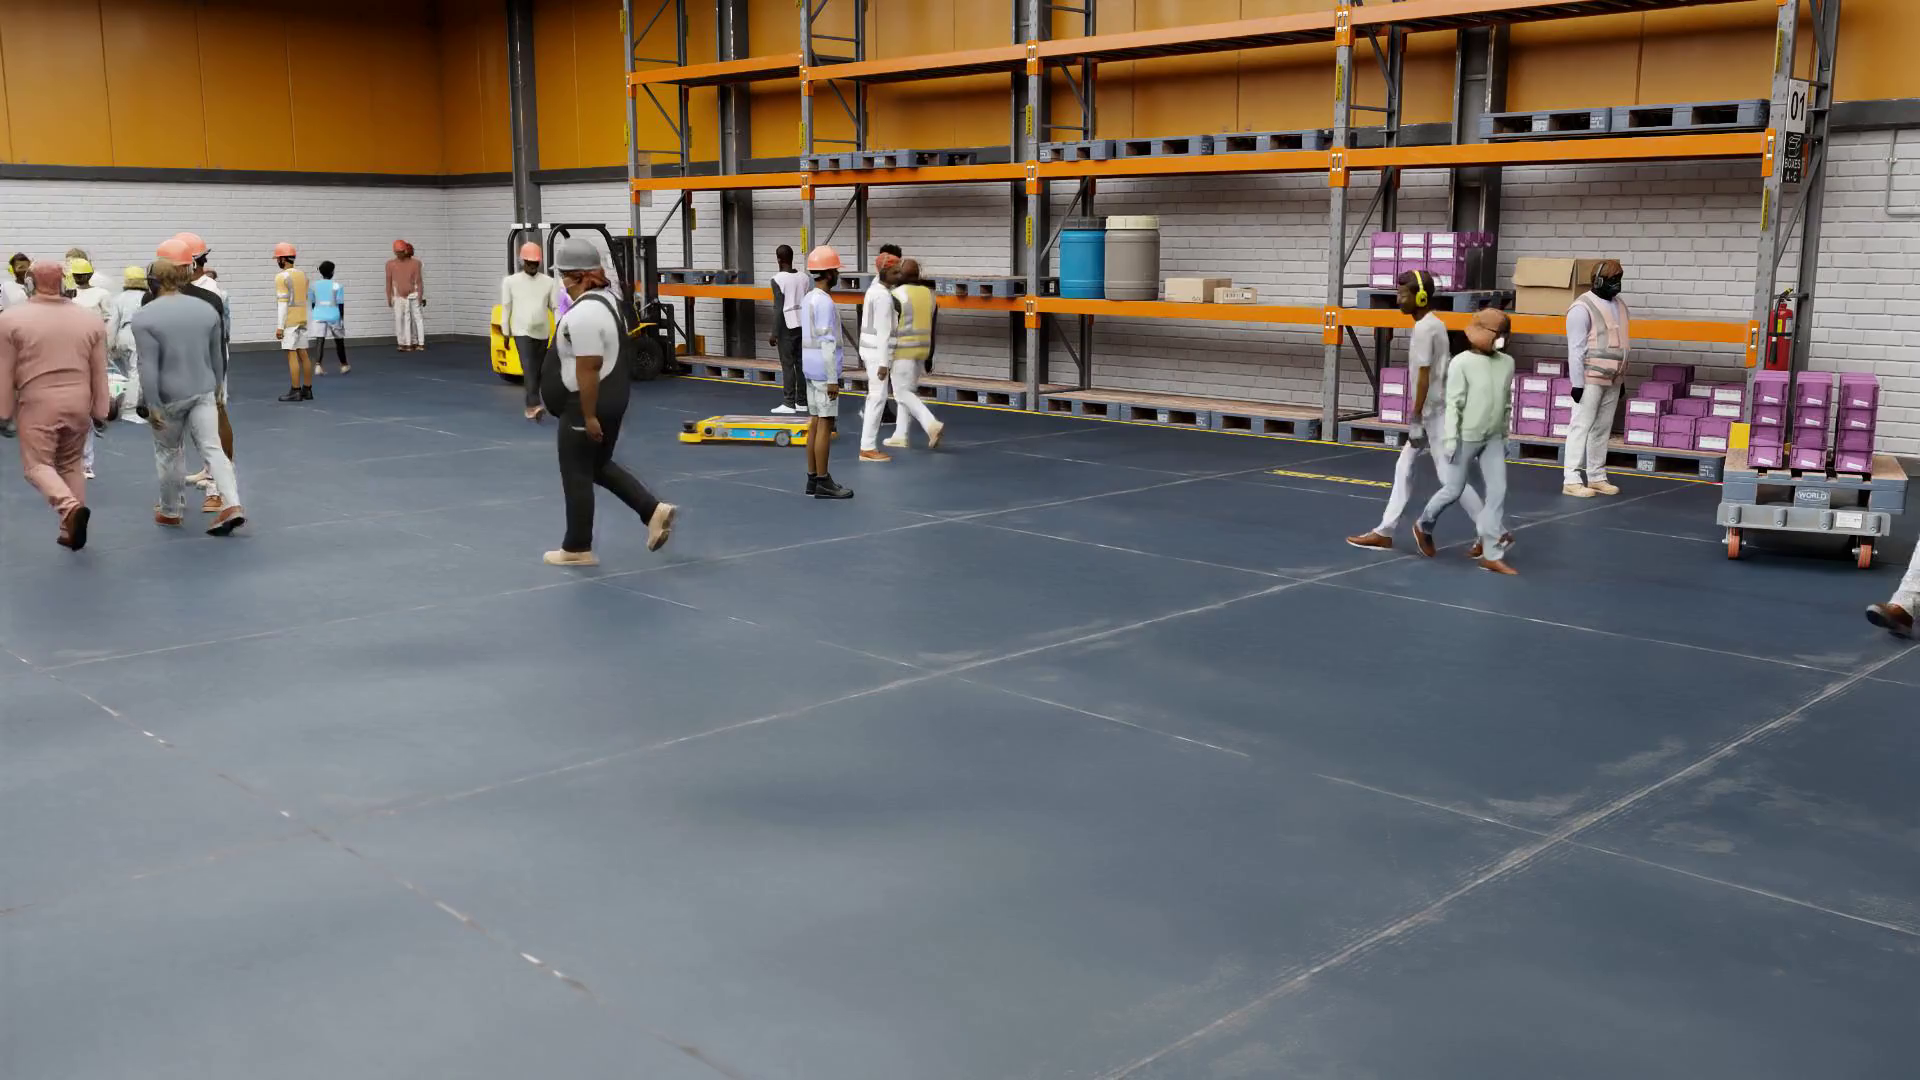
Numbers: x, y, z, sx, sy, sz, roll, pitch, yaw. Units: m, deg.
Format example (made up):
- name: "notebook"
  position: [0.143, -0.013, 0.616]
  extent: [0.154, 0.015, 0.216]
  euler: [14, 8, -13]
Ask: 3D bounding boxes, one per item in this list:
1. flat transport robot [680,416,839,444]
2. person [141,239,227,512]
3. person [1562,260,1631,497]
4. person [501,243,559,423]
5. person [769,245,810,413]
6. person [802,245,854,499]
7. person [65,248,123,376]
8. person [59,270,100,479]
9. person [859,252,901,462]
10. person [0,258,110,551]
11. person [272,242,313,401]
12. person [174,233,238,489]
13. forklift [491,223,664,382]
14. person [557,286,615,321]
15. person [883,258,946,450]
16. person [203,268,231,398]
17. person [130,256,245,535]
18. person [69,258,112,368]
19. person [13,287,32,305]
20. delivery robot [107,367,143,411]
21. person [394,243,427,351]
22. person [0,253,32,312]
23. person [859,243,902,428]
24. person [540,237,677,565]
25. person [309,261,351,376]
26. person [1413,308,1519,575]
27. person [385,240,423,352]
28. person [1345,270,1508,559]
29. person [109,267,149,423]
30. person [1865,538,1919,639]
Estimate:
- name: "flat transport robot"
  position: [-1.956, -1.085, 16.290]
  extent: [1.431, 0.197, 0.652]
  euler: [2, 11, 10]
- name: "person"
  position: [-5.673, -1.190, 12.162]
  extent: [0.610, 1.993, 0.380]
  euler: [-1, 10, -3]
- name: "person"
  position: [4.959, -1.246, 12.922]
  extent: [0.619, 1.836, 0.431]
  euler: [-7, 13, -35]
- name: "person"
  position: [-4.617, -2.245, 18.074]
  extent: [0.630, 1.925, 1.083]
  euler: [-5, 12, -27]
- name: "person"
  position: [-1.939, -2.403, 18.995]
  extent: [0.385, 1.914, 0.587]
  euler: [7, 12, 33]
- name: "person"
  position: [-1.038, -1.288, 12.835]
  extent: [0.341, 1.942, 0.552]
  euler: [-4, 11, -18]
- name: "person"
  position: [-10.112, -2.448, 19.364]
  extent: [0.651, 1.882, 1.040]
  euler: [4, 11, 22]
- name: "person"
  position: [-7.504, -1.405, 14.016]
  extent: [0.534, 1.740, 0.759]
  euler: [-6, 12, -30]
- name: "person"
  position: [-0.728, -1.635, 14.929]
  extent: [0.379, 1.874, 0.656]
  euler: [-2, 11, -12]
- name: "person"
  position: [-5.719, -0.838, 10.551]
  extent: [0.734, 1.880, 0.650]
  euler: [8, 13, 37]
- name: "person"
  position: [-8.173, -2.660, 20.327]
  extent: [0.353, 1.939, 0.544]
  euler: [2, 11, 12]
- name: "person"
  position: [-6.068, -1.423, 13.307]
  extent: [0.394, 2.040, 0.609]
  euler: [-8, 13, -37]
- name: "forklift"
  position: [-5.316, -3.263, 22.920]
  extent: [2.313, 2.155, 1.214]
  euler: [-10, 14, -44]
- name: "person"
  position: [-3.336, -1.661, 14.918]
  extent: [0.552, 1.920, 0.447]
  euler: [-6, 12, -30]
- name: "person"
  position: [-0.444, -1.741, 15.659]
  extent: [0.796, 1.814, 0.633]
  euler: [8, 13, 38]
- name: "person"
  position: [-9.436, -2.600, 20.853]
  extent: [0.526, 1.621, 0.601]
  euler: [-9, 14, -39]
- name: "person"
  position: [-5.235, -0.970, 11.292]
  extent: [0.987, 1.899, 0.645]
  euler: [9, 14, 40]
- name: "person"
  position: [-9.737, -2.251, 18.573]
  extent: [0.533, 1.765, 0.322]
  euler: [-2, 11, -13]
- name: "person"
  position: [-9.250, -1.920, 16.701]
  extent: [0.934, 1.799, 0.528]
  euler: [5, 11, 25]
- name: "delivery robot"
  position: [-9.398, -1.667, 18.413]
  extent: [0.707, 0.478, 0.477]
  euler: [5, 11, 29]
- name: "person"
  position: [-9.672, -4.270, 29.253]
  extent: [0.585, 1.882, 0.343]
  euler: [-8, 13, -38]
- name: "person"
  position: [-10.215, -2.221, 18.255]
  extent: [0.506, 1.822, 0.959]
  euler: [-10, 14, -44]
- name: "person"
  position: [-0.810, -2.143, 17.513]
  extent: [0.430, 1.946, 0.733]
  euler: [1, 10, 4]
- name: "person"
  position: [-2.202, -0.855, 10.207]
  extent: [0.738, 2.000, 0.692]
  euler: [1, 10, 6]
- name: "person"
  position: [-9.155, -3.210, 24.104]
  extent: [0.531, 1.649, 0.874]
  euler: [0, 10, -2]
- name: "person"
  position: [3.118, -0.624, 10.167]
  extent: [0.513, 1.602, 0.801]
  euler: [-4, 11, -23]
- name: "person"
  position: [-9.723, -4.266, 29.134]
  extent: [0.617, 1.940, 0.713]
  euler: [-4, 11, -19]
- name: "person"
  position: [3.006, -0.786, 10.486]
  extent: [0.987, 1.819, 0.579]
  euler: [3, 11, 17]
- name: "person"
  position: [-9.003, -2.141, 18.196]
  extent: [0.530, 1.693, 0.943]
  euler: [1, 10, 5]
- name: "person"
  position: [5.051, -0.416, 8.237]
  extent: [1.042, 1.878, 0.655]
  euler: [-5, 11, -25]
